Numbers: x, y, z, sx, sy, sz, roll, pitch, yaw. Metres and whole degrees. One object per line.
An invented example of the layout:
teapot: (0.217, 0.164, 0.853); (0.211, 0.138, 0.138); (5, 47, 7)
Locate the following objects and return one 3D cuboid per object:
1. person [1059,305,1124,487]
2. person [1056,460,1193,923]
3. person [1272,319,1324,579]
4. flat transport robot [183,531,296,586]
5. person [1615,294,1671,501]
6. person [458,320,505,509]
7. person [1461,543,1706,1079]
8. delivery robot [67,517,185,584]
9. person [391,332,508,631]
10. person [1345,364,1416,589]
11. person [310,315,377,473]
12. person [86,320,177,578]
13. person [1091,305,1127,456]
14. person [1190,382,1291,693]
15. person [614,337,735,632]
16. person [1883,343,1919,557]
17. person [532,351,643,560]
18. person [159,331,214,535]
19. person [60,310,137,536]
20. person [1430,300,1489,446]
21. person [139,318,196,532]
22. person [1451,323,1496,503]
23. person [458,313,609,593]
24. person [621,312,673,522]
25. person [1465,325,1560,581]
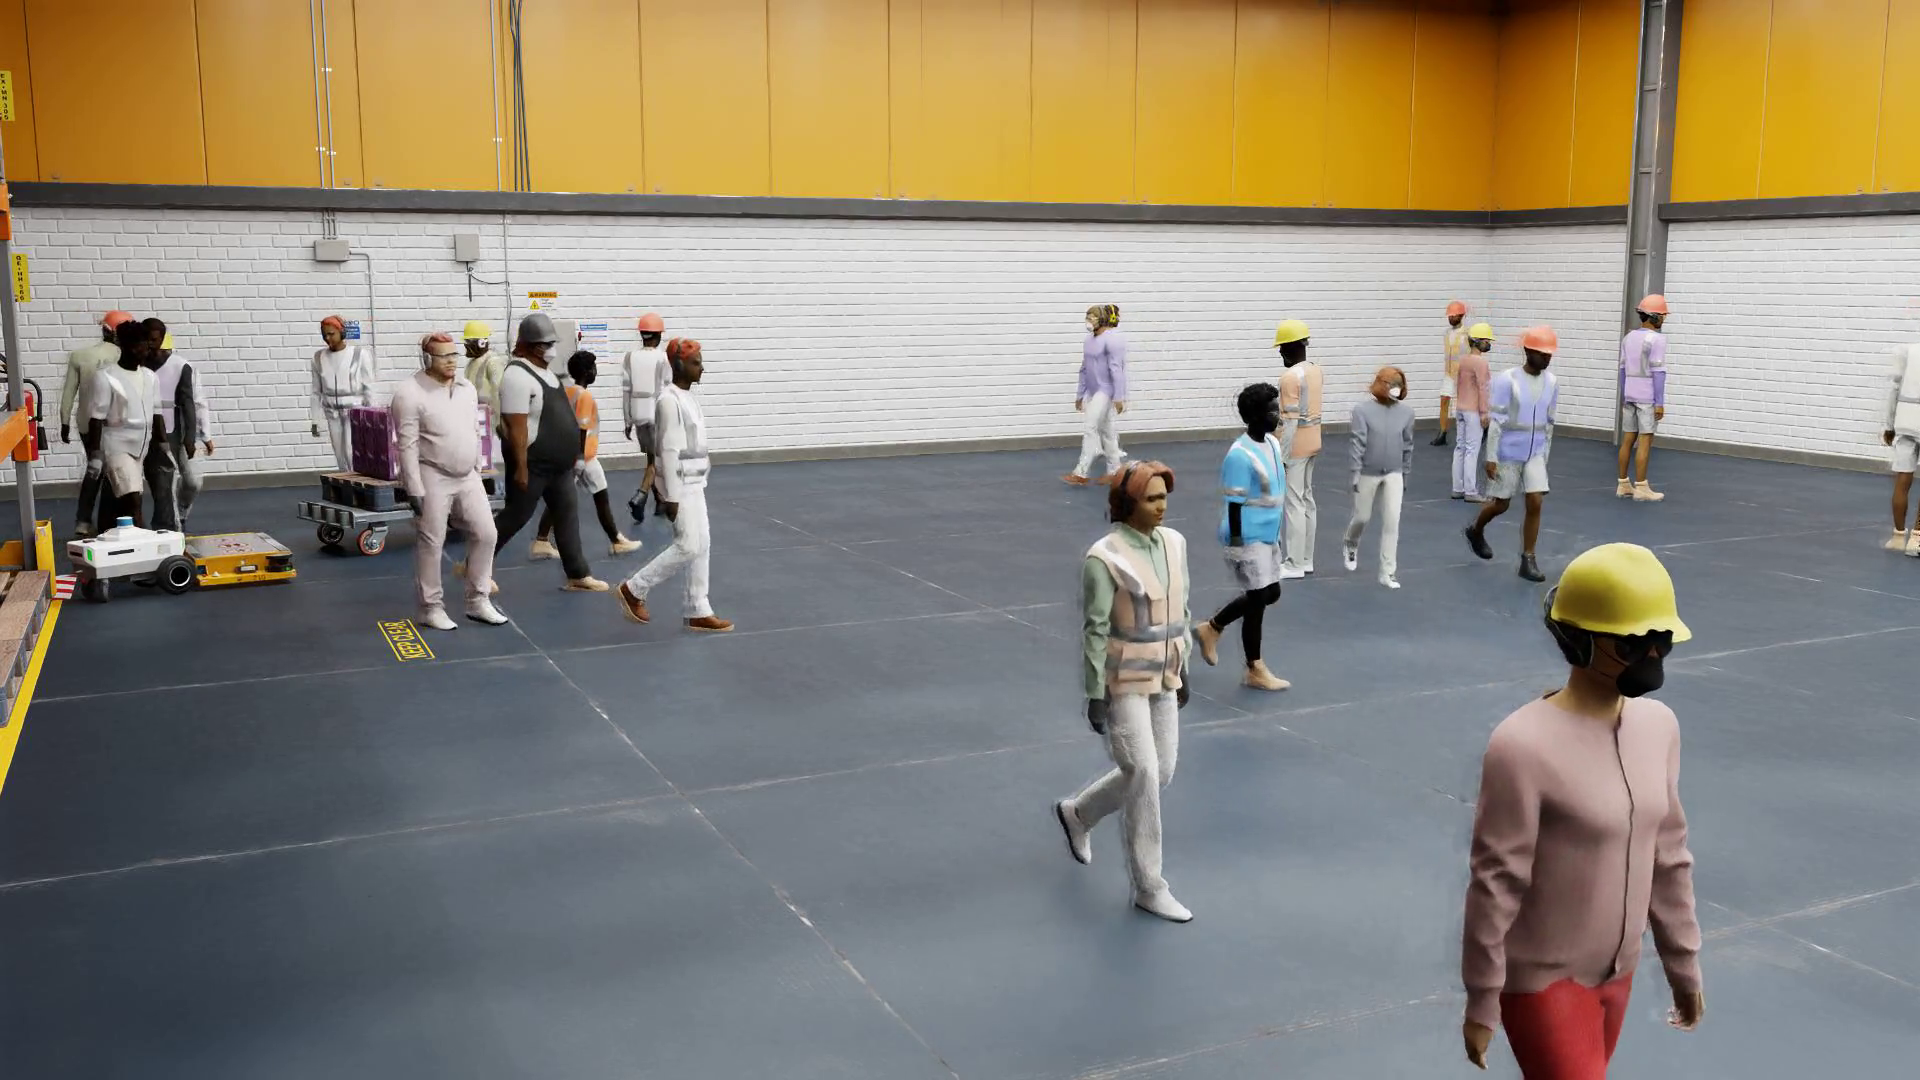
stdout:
person: (1.349, -1.502, 17.502); (0.906, 1.906, 0.660); (-3, 10, -20)
person: (0.591, 0.506, 5.941); (0.633, 1.617, 0.525); (9, 13, 43)
person: (2.464, -0.669, 12.295); (0.379, 1.923, 0.591); (5, 11, 31)
flat transport robot: (-5.483, 0.123, 12.493); (0.652, 0.197, 1.431); (-6, 11, -32)
person: (6.806, -1.409, 16.517); (0.396, 2.042, 0.610); (-2, 9, -12)
person: (-4.455, -1.132, 15.496); (0.434, 1.816, 0.621); (-7, 12, -38)
person: (1.288, 0.880, 3.215); (0.547, 1.741, 0.711); (-6, 11, -34)
delivery robot: (-5.806, 0.081, 11.587); (0.477, 0.478, 0.707); (7, 11, 37)
person: (-3.165, -0.355, 10.448); (0.668, 1.887, 0.688); (6, 11, 32)
person: (3.043, -0.487, 12.150); (0.503, 1.605, 0.732); (-1, 9, -6)
person: (-5.692, -1.128, 15.313); (0.596, 1.866, 0.511); (1, 9, 7)
person: (-6.077, -0.650, 12.228); (0.871, 1.910, 0.637); (2, 9, 10)
person: (1.815, -1.951, 20.443); (0.526, 1.862, 0.315); (8, 12, 40)
person: (1.537, -0.023, 9.028); (0.554, 1.680, 0.552); (5, 11, 31)
person: (-1.781, -0.330, 10.386); (0.634, 1.867, 0.578); (1, 9, 5)
person: (7.675, -0.847, 13.246); (0.397, 1.986, 0.707); (-4, 10, -22)
person: (-3.002, -0.666, 13.123); (0.880, 1.648, 0.540); (-6, 11, -33)
person: (-6.532, -0.852, 13.775); (0.616, 1.811, 0.686); (-7, 12, -38)
person: (-7.183, -0.949, 14.000); (0.715, 1.948, 0.398); (-1, 9, -6)
person: (6.592, -2.189, 21.792); (0.917, 1.907, 0.539); (-6, 11, -31)
person: (-6.514, -0.828, 13.378); (0.677, 1.897, 0.549); (2, 9, 13)
person: (5.073, -1.251, 16.409); (0.329, 1.765, 0.526); (-1, 9, -8)
person: (-3.049, -0.623, 11.649); (0.985, 2.000, 0.680); (1, 9, 7)
person: (-2.837, -1.121, 15.175); (0.555, 1.909, 0.889); (3, 10, 17)
person: (4.125, -0.671, 12.429); (0.563, 1.895, 0.836); (-2, 9, -15)
